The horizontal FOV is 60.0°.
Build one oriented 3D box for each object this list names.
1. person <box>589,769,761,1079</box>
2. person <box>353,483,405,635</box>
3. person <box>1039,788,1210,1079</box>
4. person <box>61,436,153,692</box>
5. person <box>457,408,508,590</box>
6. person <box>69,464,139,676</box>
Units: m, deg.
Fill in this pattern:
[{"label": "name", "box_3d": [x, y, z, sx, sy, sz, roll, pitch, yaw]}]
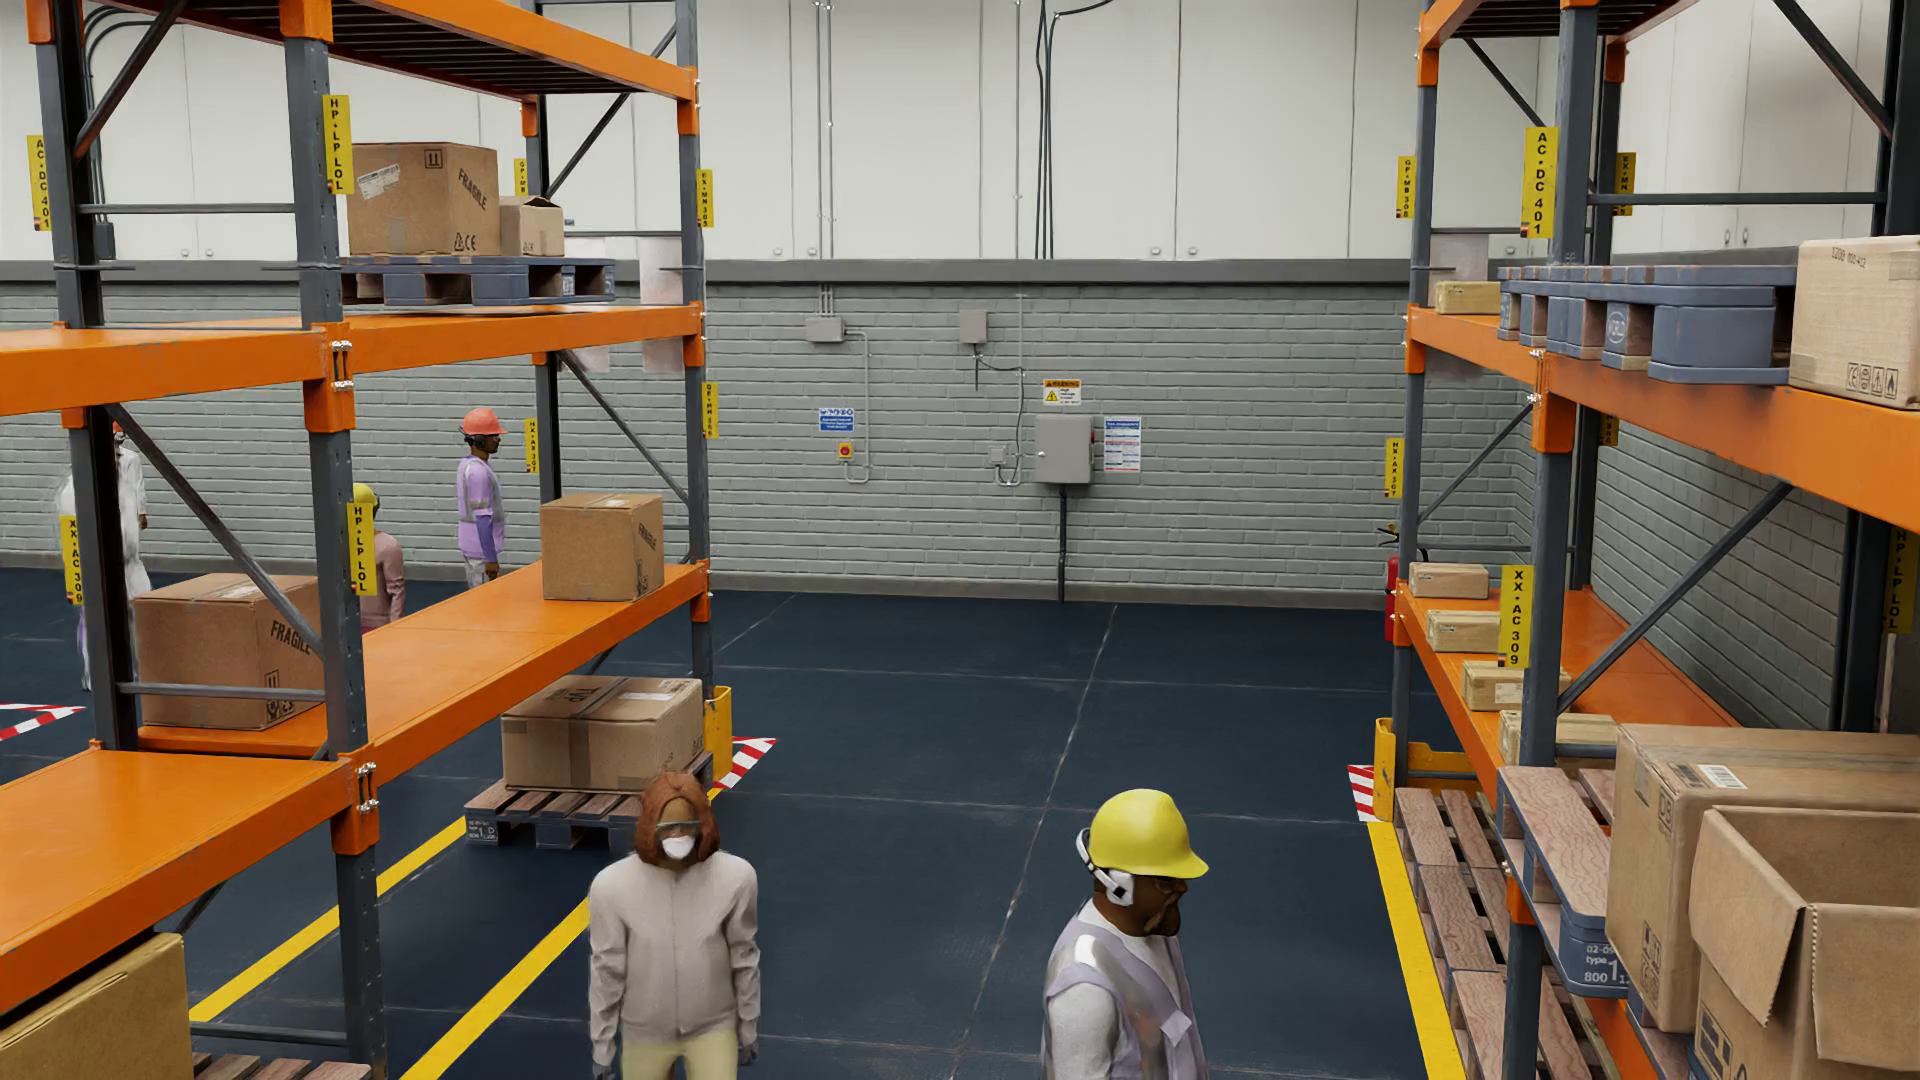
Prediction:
[{"label": "person", "box_3d": [-0.838, 1.436, 4.923, 0.504, 1.606, 0.651, -2, 10, -15]}, {"label": "person", "box_3d": [-3.623, 0.521, 10.153, 0.524, 1.760, 0.326, 4, 10, 22]}, {"label": "person", "box_3d": [0.397, 1.482, 4.042, 0.404, 1.824, 0.586, 3, 10, 19]}, {"label": "person", "box_3d": [-5.946, 0.192, 11.824, 0.821, 1.870, 0.667, 3, 10, 16]}, {"label": "person", "box_3d": [-3.450, 0.062, 12.106, 0.377, 2.045, 0.605, -4, 10, -24]}, {"label": "person", "box_3d": [-6.412, 0.159, 12.383, 0.569, 1.755, 0.320, 8, 12, 42]}]
